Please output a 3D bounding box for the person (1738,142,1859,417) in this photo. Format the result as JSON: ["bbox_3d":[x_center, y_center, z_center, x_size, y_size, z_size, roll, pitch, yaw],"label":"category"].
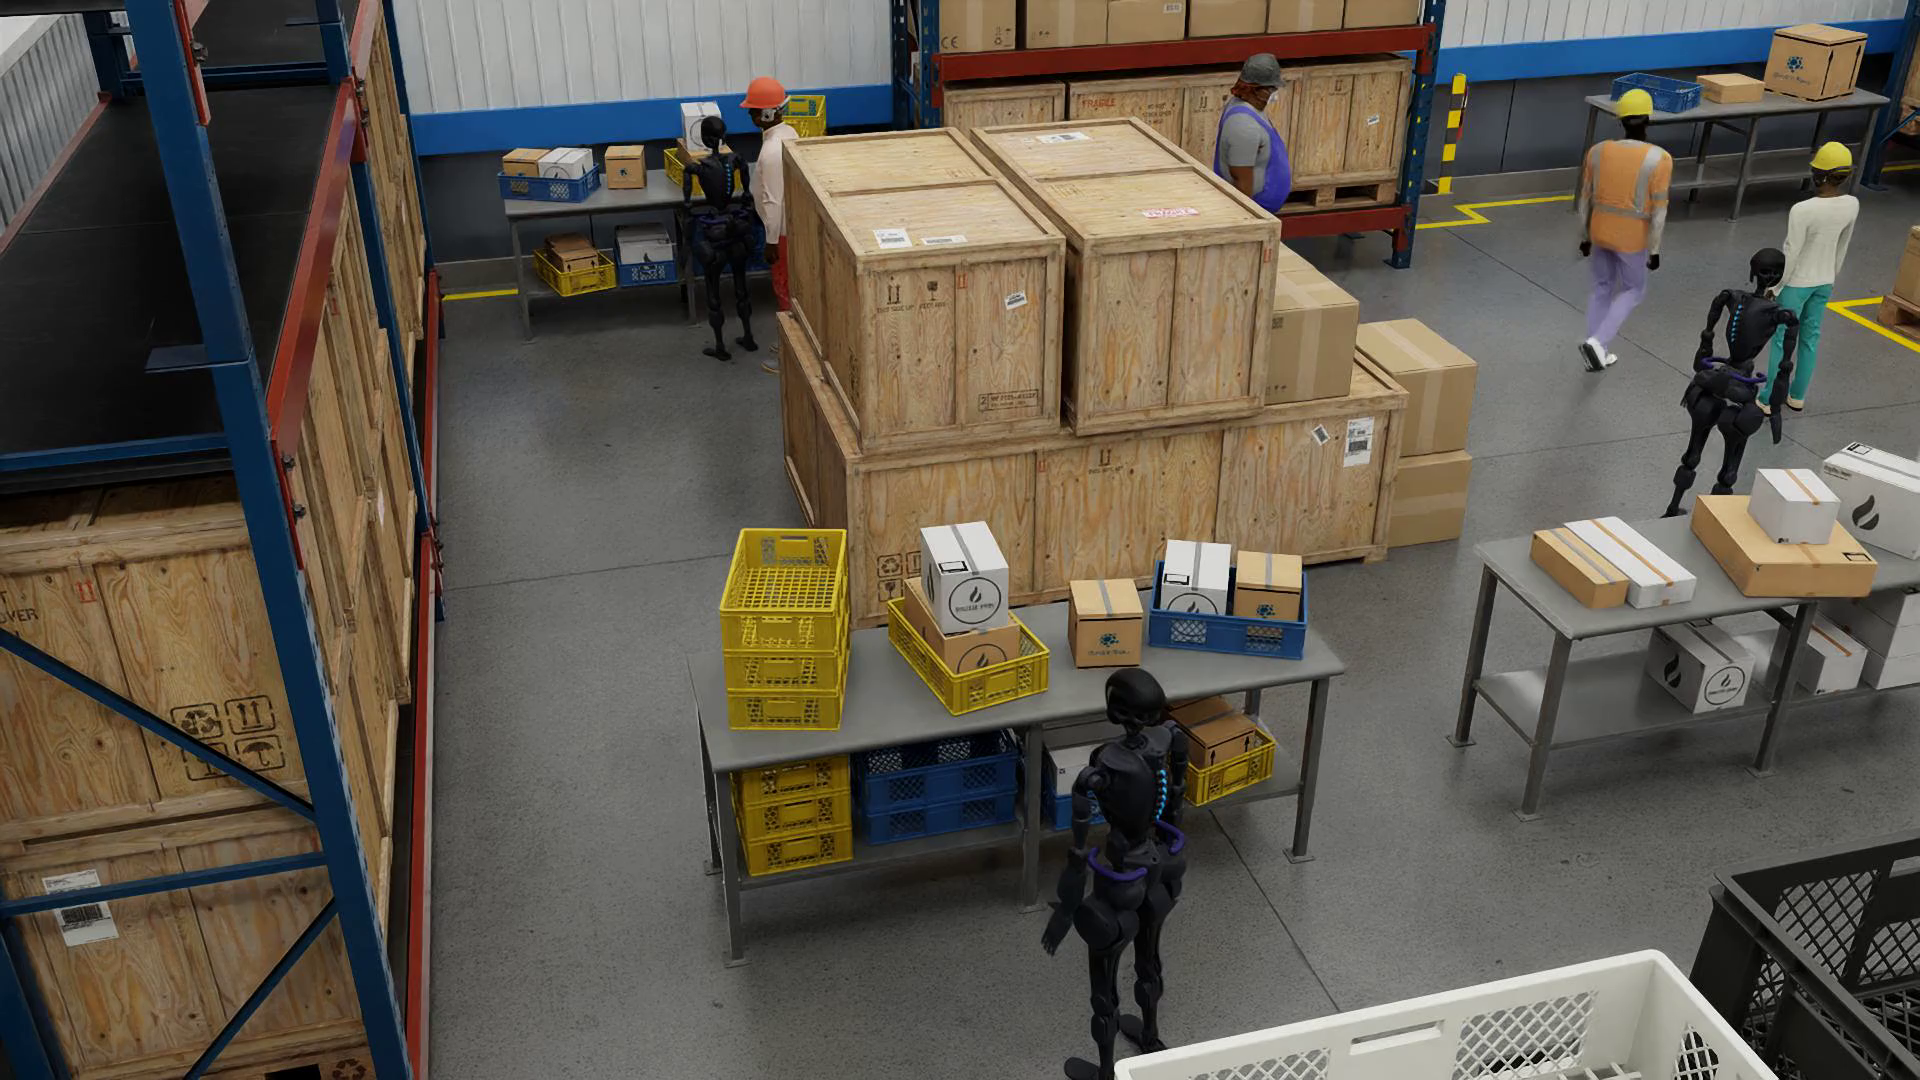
[{"bbox_3d":[5.333,-1.637,10.534,0.533,1.767,0.312,-11,31,-18],"label":"person"}]

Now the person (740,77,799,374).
[{"bbox_3d":[-1.222,-2.105,11.164,0.413,1.985,0.609,2,29,4],"label":"person"}]

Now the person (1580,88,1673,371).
[{"bbox_3d":[4.386,-2.021,11.089,0.482,1.902,0.627,-23,36,-35],"label":"person"}]

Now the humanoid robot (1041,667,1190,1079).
[{"bbox_3d":[0.548,1.141,5.572,0.609,1.657,0.313,-24,37,-37],"label":"humanoid robot"}]

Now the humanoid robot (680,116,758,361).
[{"bbox_3d":[-1.649,-2.075,11.423,0.578,1.653,0.335,-24,37,-36],"label":"humanoid robot"}]

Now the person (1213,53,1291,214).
[{"bbox_3d":[2.025,-2.377,11.596,0.535,2.000,0.681,2,29,4],"label":"person"}]

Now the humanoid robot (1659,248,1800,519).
[{"bbox_3d":[4.214,-0.794,9.104,0.365,1.648,0.601,-14,32,-24],"label":"humanoid robot"}]
